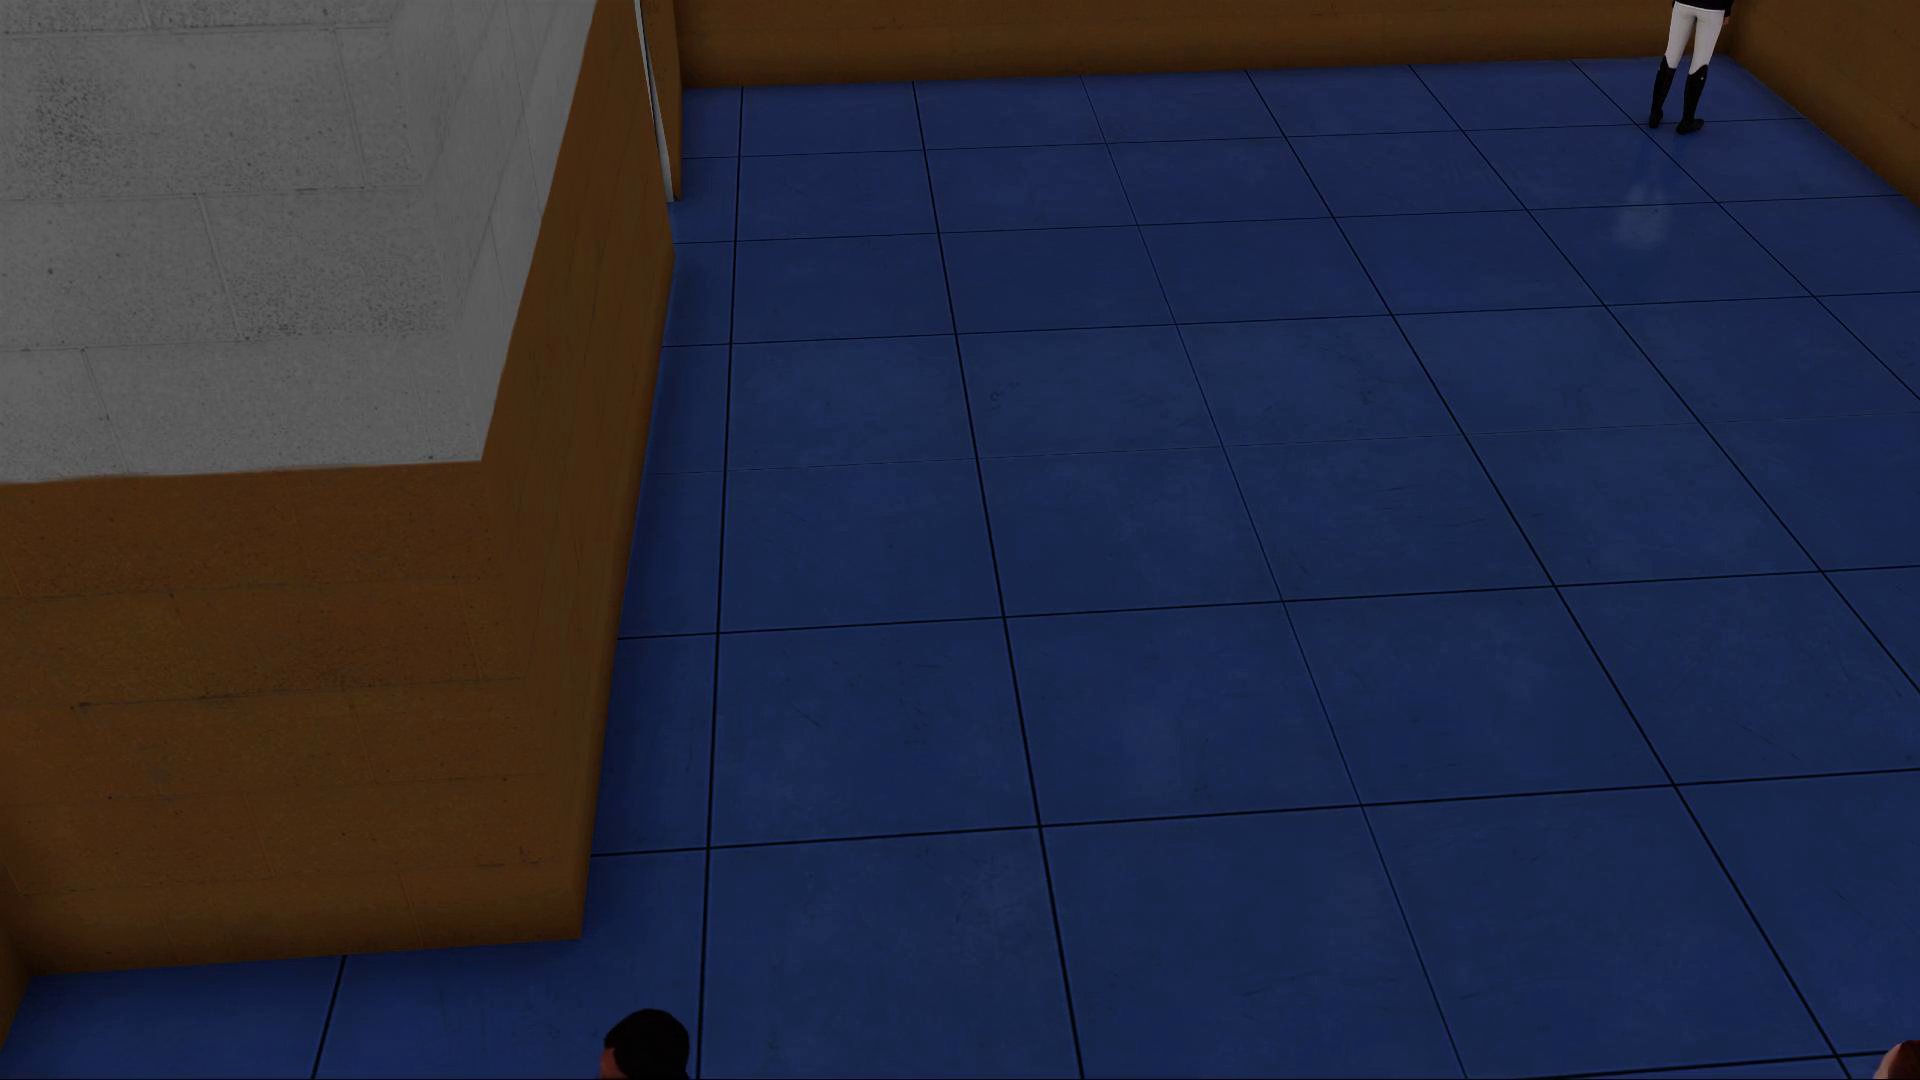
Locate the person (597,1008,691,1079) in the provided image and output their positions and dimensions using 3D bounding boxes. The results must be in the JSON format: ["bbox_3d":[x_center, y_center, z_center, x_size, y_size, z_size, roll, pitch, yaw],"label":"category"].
[{"bbox_3d":[-0.772,1.831,4.385,0.664,1.743,0.715,29,46,33],"label":"person"}]

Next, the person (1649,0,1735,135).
[{"bbox_3d":[5.268,-3.776,11.853,0.661,1.729,0.721,27,44,31],"label":"person"}]
